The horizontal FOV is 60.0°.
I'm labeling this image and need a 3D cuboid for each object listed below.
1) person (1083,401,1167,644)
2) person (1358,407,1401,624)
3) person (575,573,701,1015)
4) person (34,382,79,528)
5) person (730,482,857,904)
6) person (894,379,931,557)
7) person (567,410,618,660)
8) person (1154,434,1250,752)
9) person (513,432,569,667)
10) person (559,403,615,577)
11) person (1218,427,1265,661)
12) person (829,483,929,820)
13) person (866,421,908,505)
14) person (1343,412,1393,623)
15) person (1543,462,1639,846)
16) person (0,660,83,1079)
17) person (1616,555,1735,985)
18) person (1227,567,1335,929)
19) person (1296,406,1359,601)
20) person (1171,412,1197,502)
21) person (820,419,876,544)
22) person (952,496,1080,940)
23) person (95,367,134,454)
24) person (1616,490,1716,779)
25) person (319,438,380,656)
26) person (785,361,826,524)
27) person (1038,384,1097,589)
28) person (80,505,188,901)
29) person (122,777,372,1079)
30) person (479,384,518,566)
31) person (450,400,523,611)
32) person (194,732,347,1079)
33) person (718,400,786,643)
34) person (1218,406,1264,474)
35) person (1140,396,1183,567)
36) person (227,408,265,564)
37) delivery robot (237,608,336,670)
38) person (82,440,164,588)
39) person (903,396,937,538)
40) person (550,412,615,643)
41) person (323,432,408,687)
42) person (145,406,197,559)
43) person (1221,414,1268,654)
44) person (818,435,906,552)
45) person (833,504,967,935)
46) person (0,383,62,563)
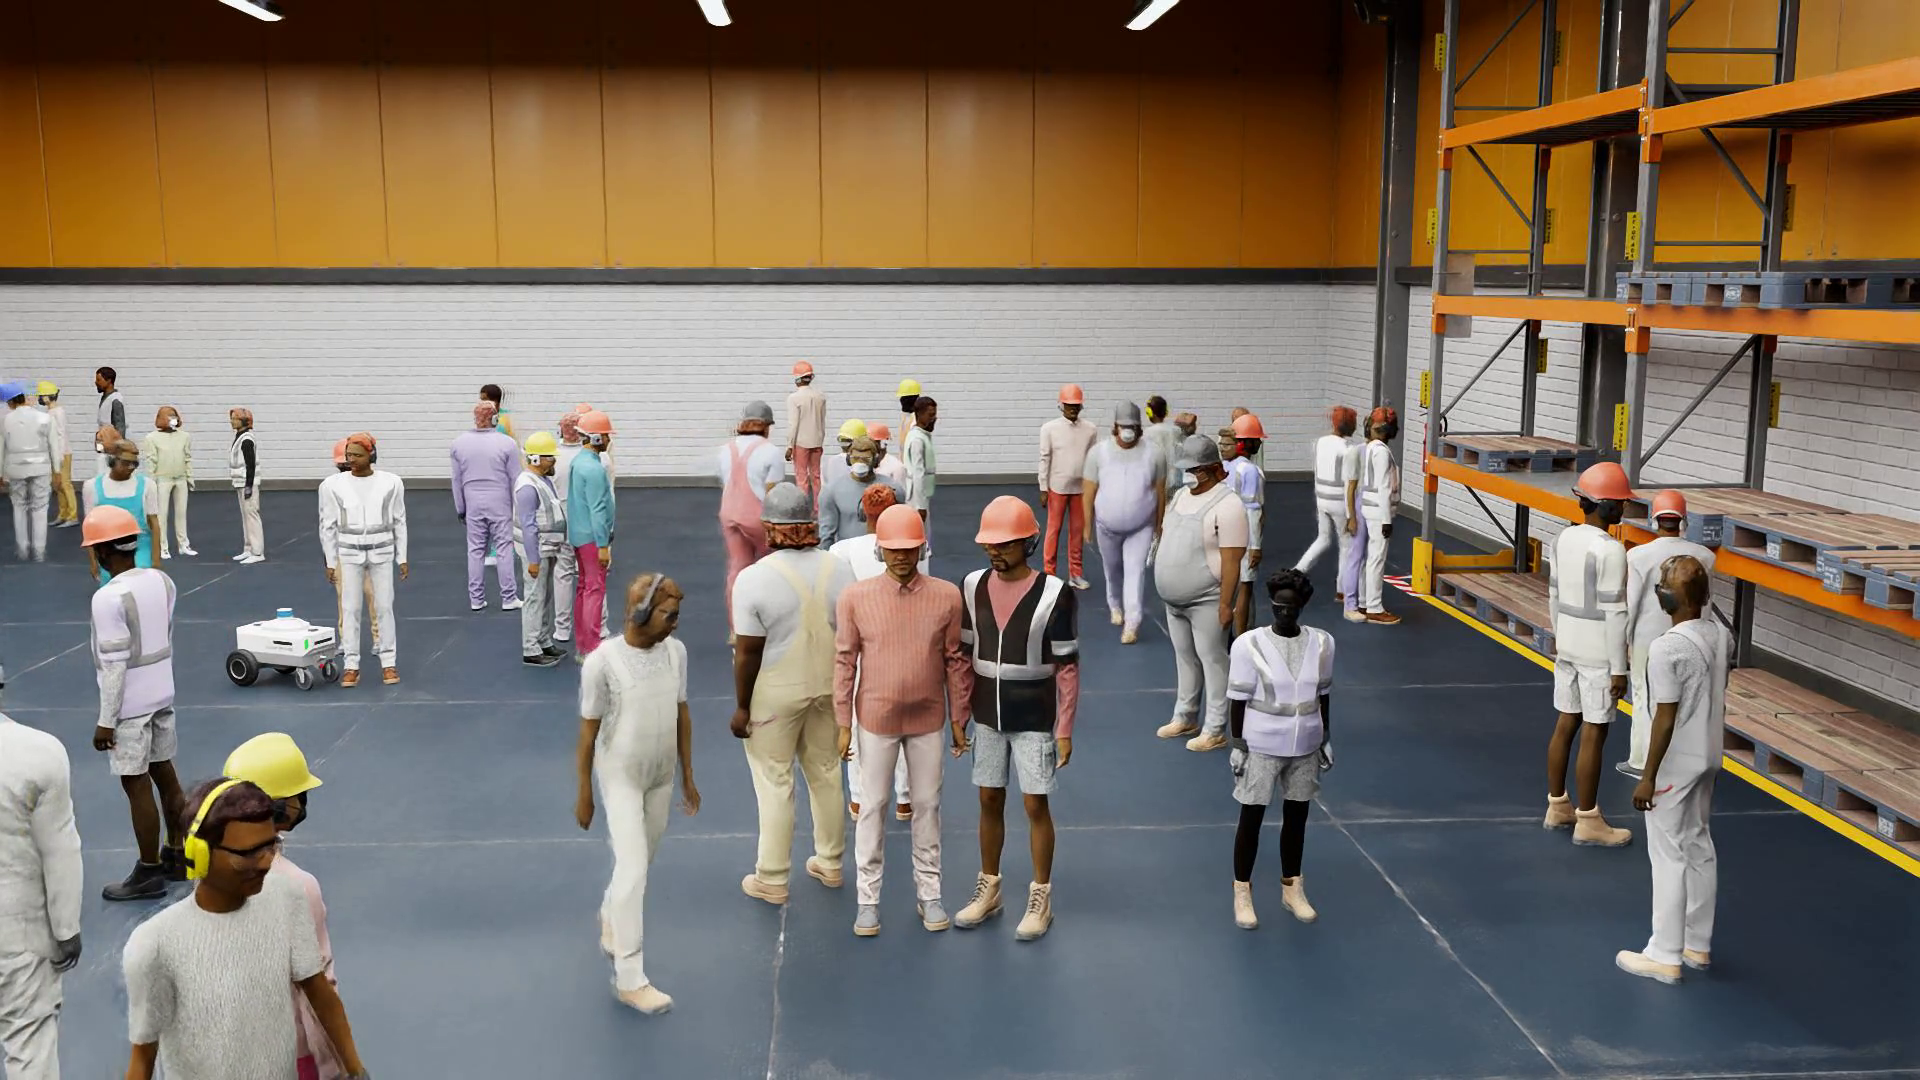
[{"bbox_3d":[1.386,-0.215,14.007,0.689,2.000,1.039,2,9,10],"label":"person"},{"bbox_3d":[3.656,-0.213,14.491,0.356,1.883,0.574,0,9,0],"label":"person"},{"bbox_3d":[-1.422,1.014,7.109,0.836,1.798,0.525,8,12,41],"label":"person"},{"bbox_3d":[-10.857,-1.020,19.958,0.532,1.761,0.344,8,12,42],"label":"person"},{"bbox_3d":[-0.849,0.724,8.109,0.689,2.000,0.537,-7,12,-38],"label":"person"},{"bbox_3d":[-0.506,-0.760,17.829,0.397,1.920,0.596,-4,10,-26],"label":"person"},{"bbox_3d":[-2.829,-0.010,12.885,0.406,1.987,0.614,-4,10,-25],"label":"person"},{"bbox_3d":[1.506,0.319,10.658,0.535,2.000,0.680,-5,10,-27],"label":"person"},{"bbox_3d":[-3.251,0.070,12.917,0.405,1.824,0.585,0,9,-2],"label":"person"},{"bbox_3d":[-3.753,-0.504,16.725,0.568,1.748,0.340,-4,10,-23],"label":"person"},{"bbox_3d":[2.176,0.020,13.138,0.373,1.843,0.572,-6,11,-31],"label":"person"},{"bbox_3d":[-0.446,0.624,9.232,0.584,1.882,0.337,0,9,3],"label":"person"},{"bbox_3d":[-0.719,-0.175,14.657,0.572,1.748,0.342,8,12,43],"label":"person"},{"bbox_3d":[3.588,-0.205,14.558,0.506,1.846,0.351,-6,11,-32],"label":"person"},{"bbox_3d":[3.378,0.601,8.878,0.374,2.044,0.606,-2,9,-12],"label":"person"},{"bbox_3d":[-3.158,1.231,5.386,0.631,1.898,0.402,-2,9,-10],"label":"person"},{"bbox_3d":[3.086,0.977,7.140,0.517,1.841,0.324,-6,11,-34],"label":"person"},{"bbox_3d":[1.491,0.956,7.723,0.540,1.697,0.317,-2,9,-14],"label":"person"},{"bbox_3d":[3.420,-0.313,15.235,0.768,1.852,0.601,-6,11,-31],"label":"person"},{"bbox_3d":[2.271,-0.474,16.886,0.308,1.643,0.511,4,10,22],"label":"person"},{"bbox_3d":[-0.887,-0.102,13.958,0.588,1.831,0.403,7,12,38],"label":"person"},{"bbox_3d":[0.229,0.809,7.574,0.614,2.041,0.393,5,10,28],"label":"person"},{"bbox_3d":[-10.308,-1.153,20.278,0.392,1.920,0.588,-8,12,-39],"label":"person"},{"bbox_3d":[4.214,0.569,9.995,0.575,1.746,0.331,-1,9,-4],"label":"person"},{"bbox_3d":[-4.806,0.061,13.208,0.565,1.745,0.347,0,9,1],"label":"person"},{"bbox_3d":[-1.872,-1.159,20.086,0.386,1.992,0.609,7,12,39],"label":"person"},{"bbox_3d":[1.051,-0.503,15.960,0.614,1.993,0.395,-4,10,-21],"label":"person"},{"bbox_3d":[-4.026,0.786,8.074,0.374,1.929,0.542,1,9,5],"label":"person"},{"bbox_3d":[-1.721,1.476,4.137,0.983,1.806,0.516,4,10,23],"label":"person"},{"bbox_3d":[-4.802,-0.678,17.317,0.503,1.906,0.625,-3,9,-17],"label":"person"},{"bbox_3d":[-4.226,-0.304,14.985,0.651,1.907,0.409,1,9,5],"label":"person"},{"bbox_3d":[-1.912,1.407,4.683,0.533,1.768,0.311,6,11,33],"label":"person"},{"bbox_3d":[-1.654,-0.186,13.828,0.684,2.000,0.844,5,10,29],"label":"person"},{"bbox_3d":[3.026,-0.632,17.935,0.525,1.616,0.579,0,9,0],"label":"person"},{"bbox_3d":[2.012,-0.548,16.837,0.530,1.805,1.015,-4,10,-24],"label":"person"},{"bbox_3d":[-7.518,-0.575,17.504,0.306,1.645,0.522,-6,11,-33],"label":"person"},{"bbox_3d":[-4.986,0.749,12.312,0.707,0.478,0.477,4,10,21],"label":"delivery robot"},{"bbox_3d":[-6.289,0.143,12.545,0.520,1.803,0.641,-3,10,-20],"label":"person"},{"bbox_3d":[-0.382,-0.371,15.387,0.389,1.914,0.590,0,9,-1],"label":"person"},{"bbox_3d":[-3.171,-0.105,13.736,0.642,1.909,0.409,-3,9,-16],"label":"person"},{"bbox_3d":[-4.372,0.142,12.259,0.579,1.882,0.342,-3,10,-18],"label":"person"},{"bbox_3d":[-8.452,-0.623,17.833,0.280,1.636,0.500,6,11,35],"label":"person"},{"bbox_3d":[2.232,-0.021,13.110,0.359,1.939,0.543,-3,10,-20],"label":"person"},{"bbox_3d":[-0.672,0.233,11.520,0.635,1.935,0.349,-3,10,-20],"label":"person"},{"bbox_3d":[-0.269,0.821,7.645,0.622,1.993,0.383,-2,9,-11],"label":"person"},{"bbox_3d":[-9.850,-0.706,17.577,0.646,1.911,0.425,-4,10,-24],"label":"person"}]
